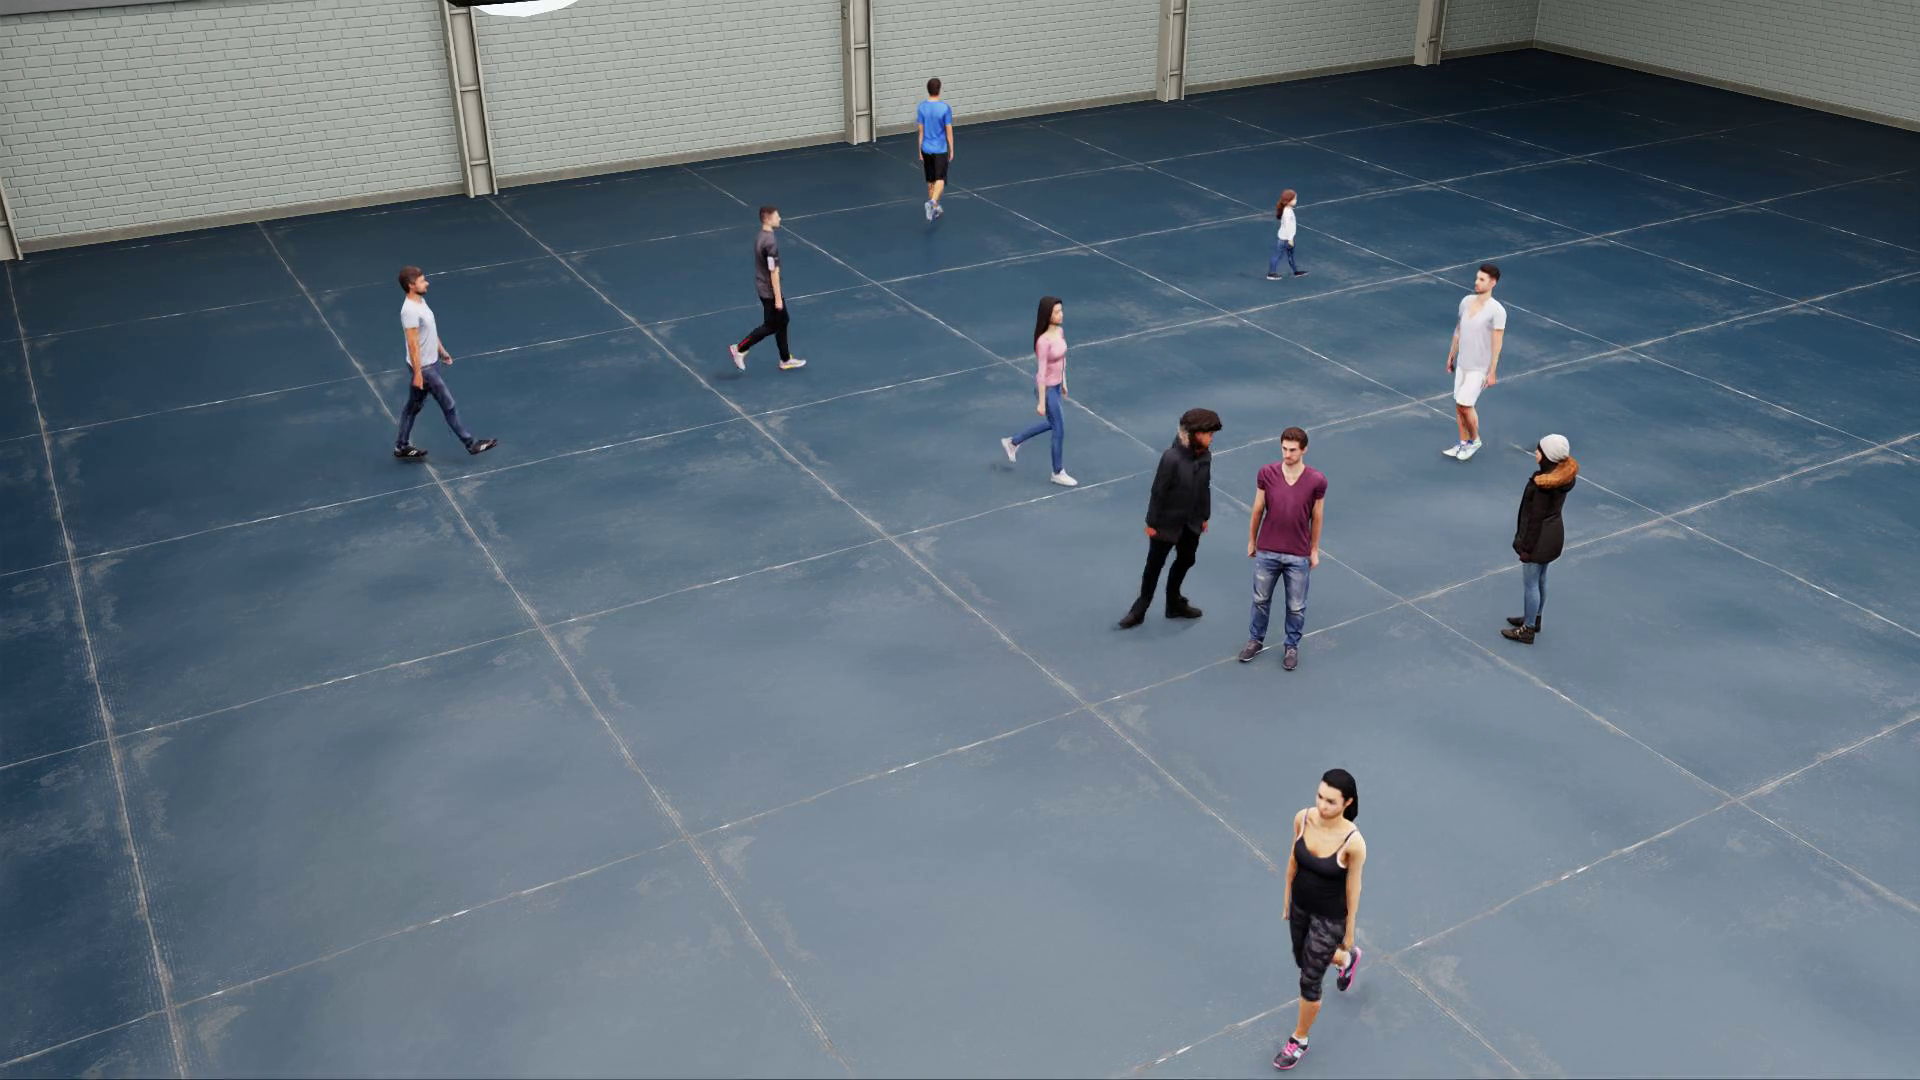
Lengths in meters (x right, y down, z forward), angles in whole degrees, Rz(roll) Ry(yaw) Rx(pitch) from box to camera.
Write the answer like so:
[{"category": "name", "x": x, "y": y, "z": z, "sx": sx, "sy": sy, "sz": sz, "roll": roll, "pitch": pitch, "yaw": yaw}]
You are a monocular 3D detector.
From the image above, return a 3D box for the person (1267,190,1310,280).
[{"category": "person", "x": 3.822, "y": -3.635, "z": 19.826, "sx": 0.773, "sy": 1.091, "sz": 0.700, "roll": 6, "pitch": 28, "yaw": 11}]

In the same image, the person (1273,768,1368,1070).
[{"category": "person", "x": 1.890, "y": 1.867, "z": 8.471, "sx": 1.043, "sy": 1.705, "sz": 0.718, "roll": -24, "pitch": 36, "yaw": -38}]

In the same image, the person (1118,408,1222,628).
[{"category": "person", "x": 1.541, "y": -0.154, "z": 12.352, "sx": 0.484, "sy": 1.745, "sz": 0.912, "roll": -10, "pitch": 29, "yaw": -18}]

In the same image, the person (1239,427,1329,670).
[{"category": "person", "x": 2.317, "y": 0.042, "z": 11.856, "sx": 0.732, "sy": 1.851, "sz": 0.762, "roll": 10, "pitch": 29, "yaw": 19}]

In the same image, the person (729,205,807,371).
[{"category": "person", "x": -2.011, "y": -2.520, "z": 16.952, "sx": 1.109, "sy": 1.741, "sz": 0.855, "roll": -6, "pitch": 28, "yaw": -11}]

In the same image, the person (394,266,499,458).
[{"category": "person", "x": -4.920, "y": -1.545, "z": 14.973, "sx": 1.243, "sy": 1.819, "sz": 0.873, "roll": -7, "pitch": 28, "yaw": -13}]

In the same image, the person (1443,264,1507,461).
[{"category": "person", "x": 4.740, "y": -1.614, "z": 15.073, "sx": 0.664, "sy": 1.850, "sz": 0.730, "roll": -11, "pitch": 29, "yaw": -21}]

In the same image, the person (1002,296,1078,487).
[{"category": "person", "x": 0.723, "y": -1.334, "z": 14.664, "sx": 0.990, "sy": 1.726, "sz": 0.994, "roll": 11, "pitch": 29, "yaw": 21}]

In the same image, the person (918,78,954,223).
[{"category": "person", "x": -0.352, "y": -5.071, "z": 21.790, "sx": 1.077, "sy": 1.846, "sz": 1.134, "roll": 6, "pitch": 28, "yaw": 12}]

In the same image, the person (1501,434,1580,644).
[{"category": "person", "x": 4.272, "y": -0.024, "z": 12.221, "sx": 0.771, "sy": 1.634, "sz": 0.670, "roll": 18, "pitch": 32, "yaw": 31}]
